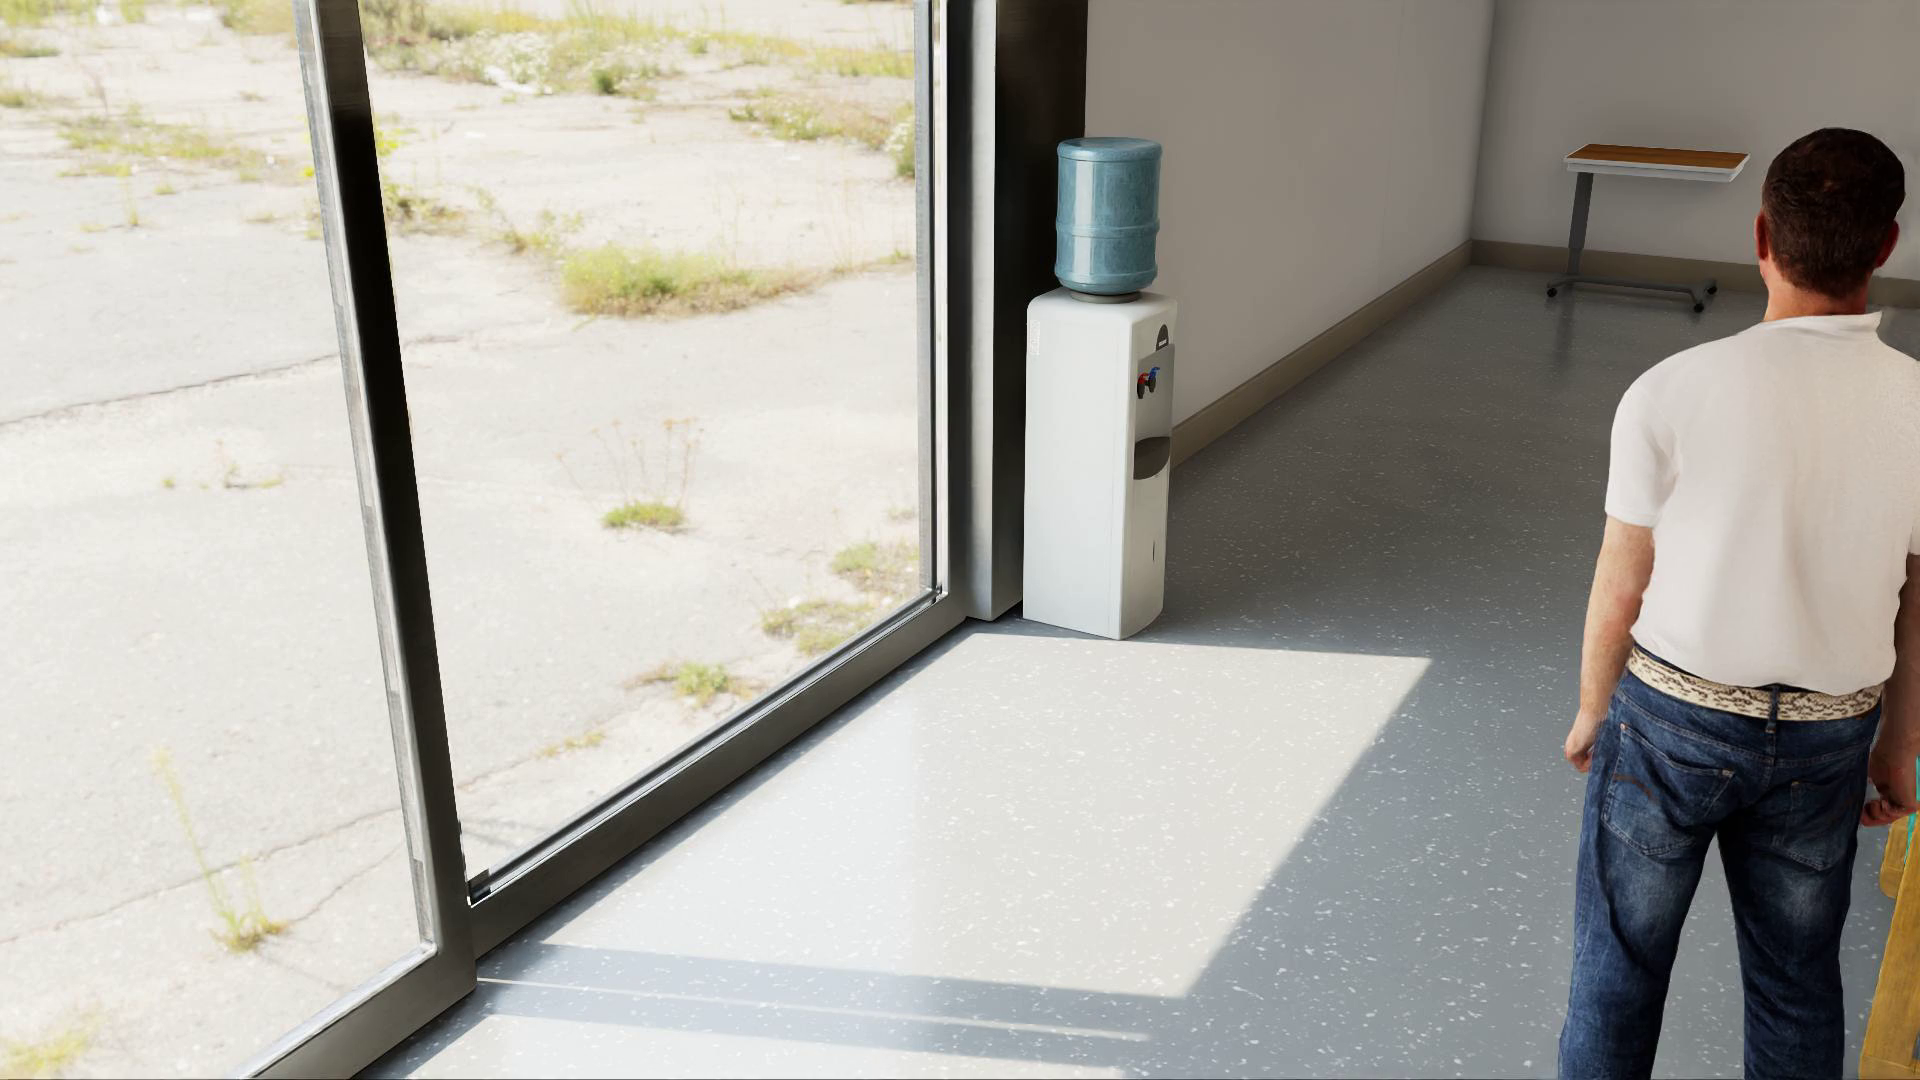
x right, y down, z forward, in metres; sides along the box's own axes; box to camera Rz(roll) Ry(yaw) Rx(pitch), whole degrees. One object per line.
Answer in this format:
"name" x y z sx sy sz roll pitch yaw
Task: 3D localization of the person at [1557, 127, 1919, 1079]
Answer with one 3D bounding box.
"person" 1.204 0.322 2.537 0.695 1.846 0.832 3 21 9
